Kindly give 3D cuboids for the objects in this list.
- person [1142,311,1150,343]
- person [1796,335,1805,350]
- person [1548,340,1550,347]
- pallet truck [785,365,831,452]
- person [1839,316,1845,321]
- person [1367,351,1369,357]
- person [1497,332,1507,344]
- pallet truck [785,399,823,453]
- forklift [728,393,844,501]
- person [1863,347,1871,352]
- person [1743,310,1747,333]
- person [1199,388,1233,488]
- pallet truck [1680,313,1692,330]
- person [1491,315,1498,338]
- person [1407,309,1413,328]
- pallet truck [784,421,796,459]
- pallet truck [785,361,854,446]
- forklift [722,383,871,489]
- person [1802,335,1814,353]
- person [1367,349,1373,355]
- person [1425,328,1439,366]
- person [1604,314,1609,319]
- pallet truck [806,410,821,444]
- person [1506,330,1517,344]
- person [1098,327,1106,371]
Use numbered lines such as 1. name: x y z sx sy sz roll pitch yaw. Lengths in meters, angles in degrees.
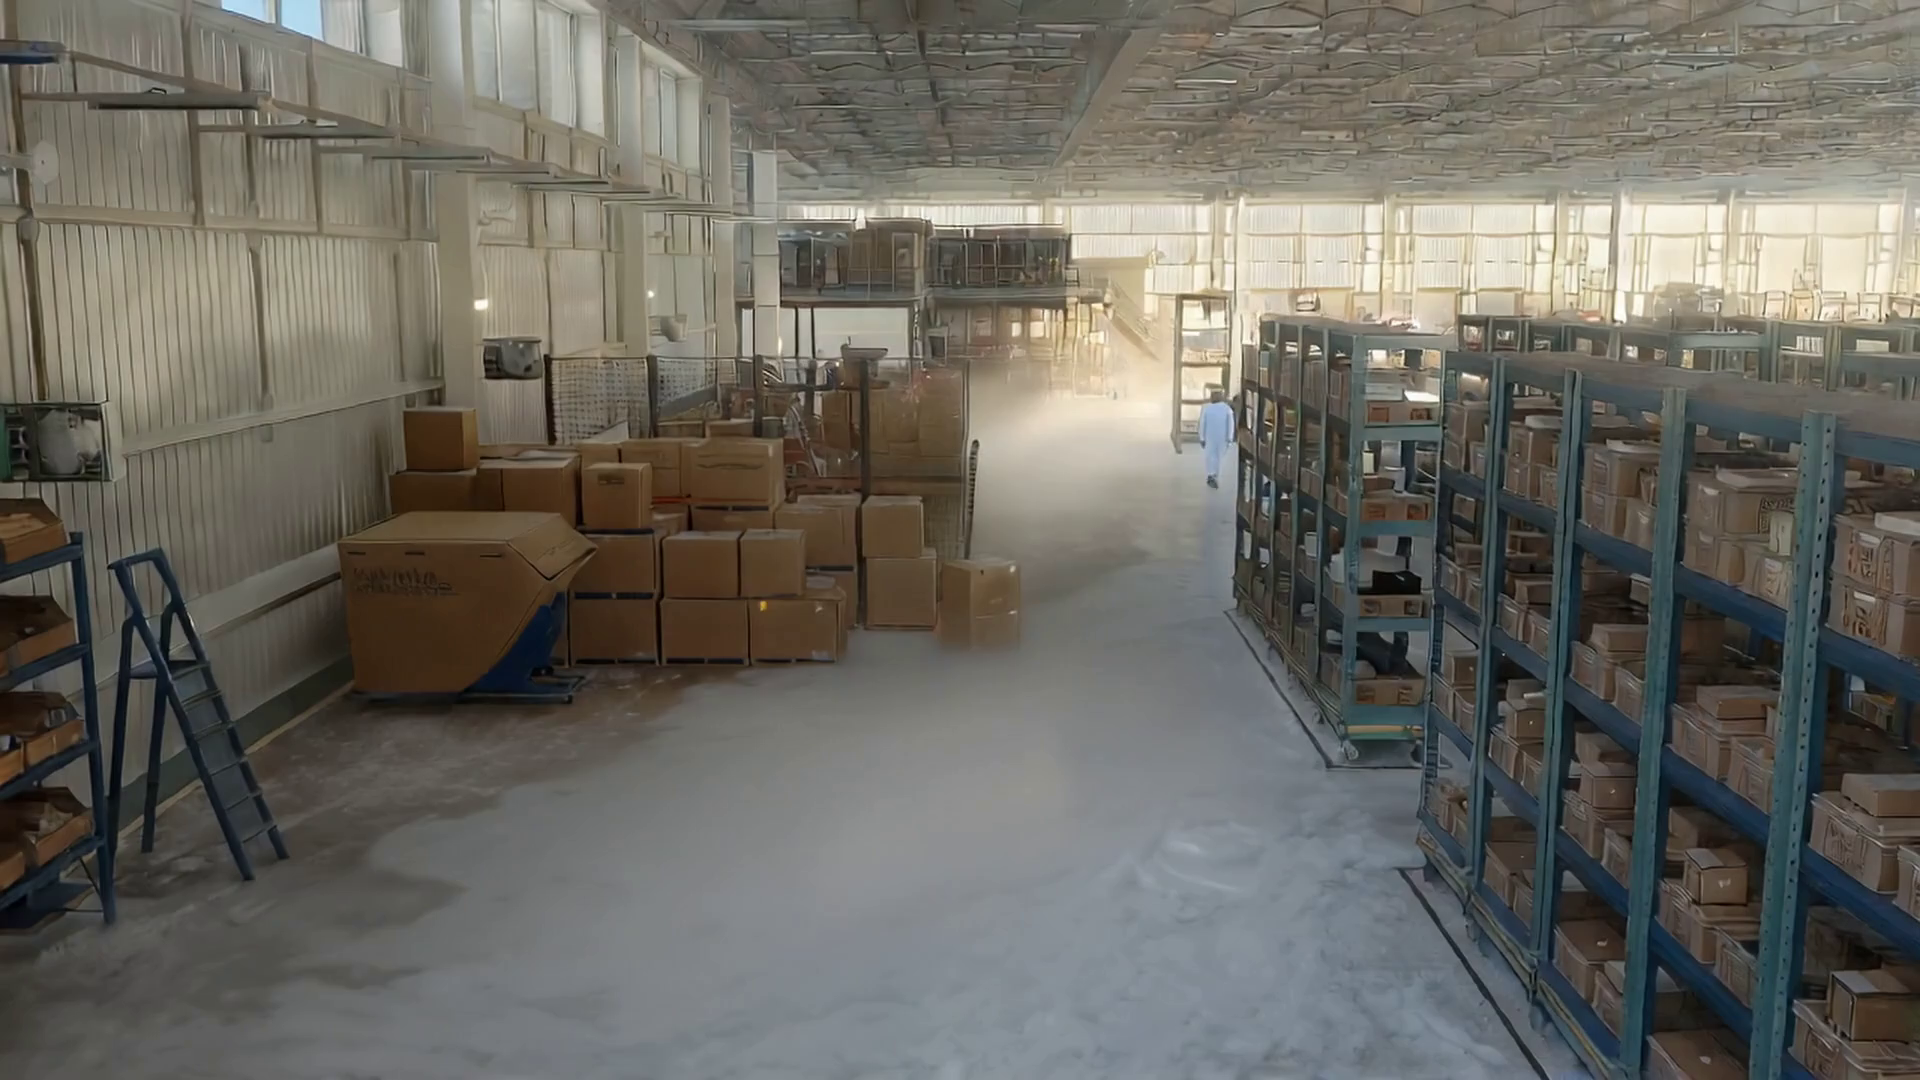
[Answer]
1. person: 10.557 -12.079 94.414 0.432 1.806 0.687 4 10 24
2. person: 33.221 -7.449 65.649 0.335 1.864 0.521 -9 13 -44
3. person: 21.906 -6.833 61.655 0.516 1.923 0.572 2 10 14
4. pallet truck: -3.774 -2.976 37.635 1.885 1.965 0.823 1 9 5
5. person: 43.882 -10.225 82.748 1.001 1.881 0.608 -1 9 -6
6. person: 11.011 -4.223 45.314 0.992 1.996 0.633 1 9 3
7. person: 20.740 -7.070 63.602 0.315 1.769 0.523 -4 10 -22
8. pallet truck: -3.814 -2.432 36.419 1.630 1.274 0.653 0 9 1
9. forklift: -2.979 -1.316 26.476 2.680 1.987 1.157 0 9 1
10. person: 27.255 -4.912 50.158 0.599 1.817 0.580 1 9 7
11. person: 44.165 -12.017 93.745 0.578 1.887 0.574 8 12 42
12. person: 4.836 -1.925 31.475 0.656 1.889 0.443 0 9 0
13. pallet truck: 36.315 -10.531 84.244 0.823 1.965 1.885 -6 11 -33
14. person: 26.217 -10.137 82.040 0.437 1.923 0.635 -3 10 -20
15. person: 25.588 -12.172 94.615 0.397 1.918 0.588 5 11 29
16. pallet truck: -4.013 -1.793 32.705 1.601 1.201 0.680 0 9 1
17. pallet truck: -3.410 -3.193 38.978 1.885 1.965 0.823 0 9 -1
18. forklift: -2.893 -1.687 28.729 2.680 1.987 1.157 0 9 -1
19. person: 33.174 -7.331 64.936 0.958 1.867 0.586 2 10 14
20. person: 16.280 -7.541 65.897 0.372 1.963 0.608 -6 11 -35
21. person: 18.499 -7.391 65.272 1.032 1.863 0.608 -3 10 -16
22. person: 33.421 -10.750 86.080 0.429 1.842 0.626 0 9 -1
23. pallet truck: -3.559 -2.018 33.905 1.522 1.261 0.704 0 9 -1
24. person: 26.779 -9.896 80.769 0.565 1.857 0.422 -2 9 -12
25. person: 5.782 -7.775 67.776 0.361 1.831 0.502 -2 9 -14
